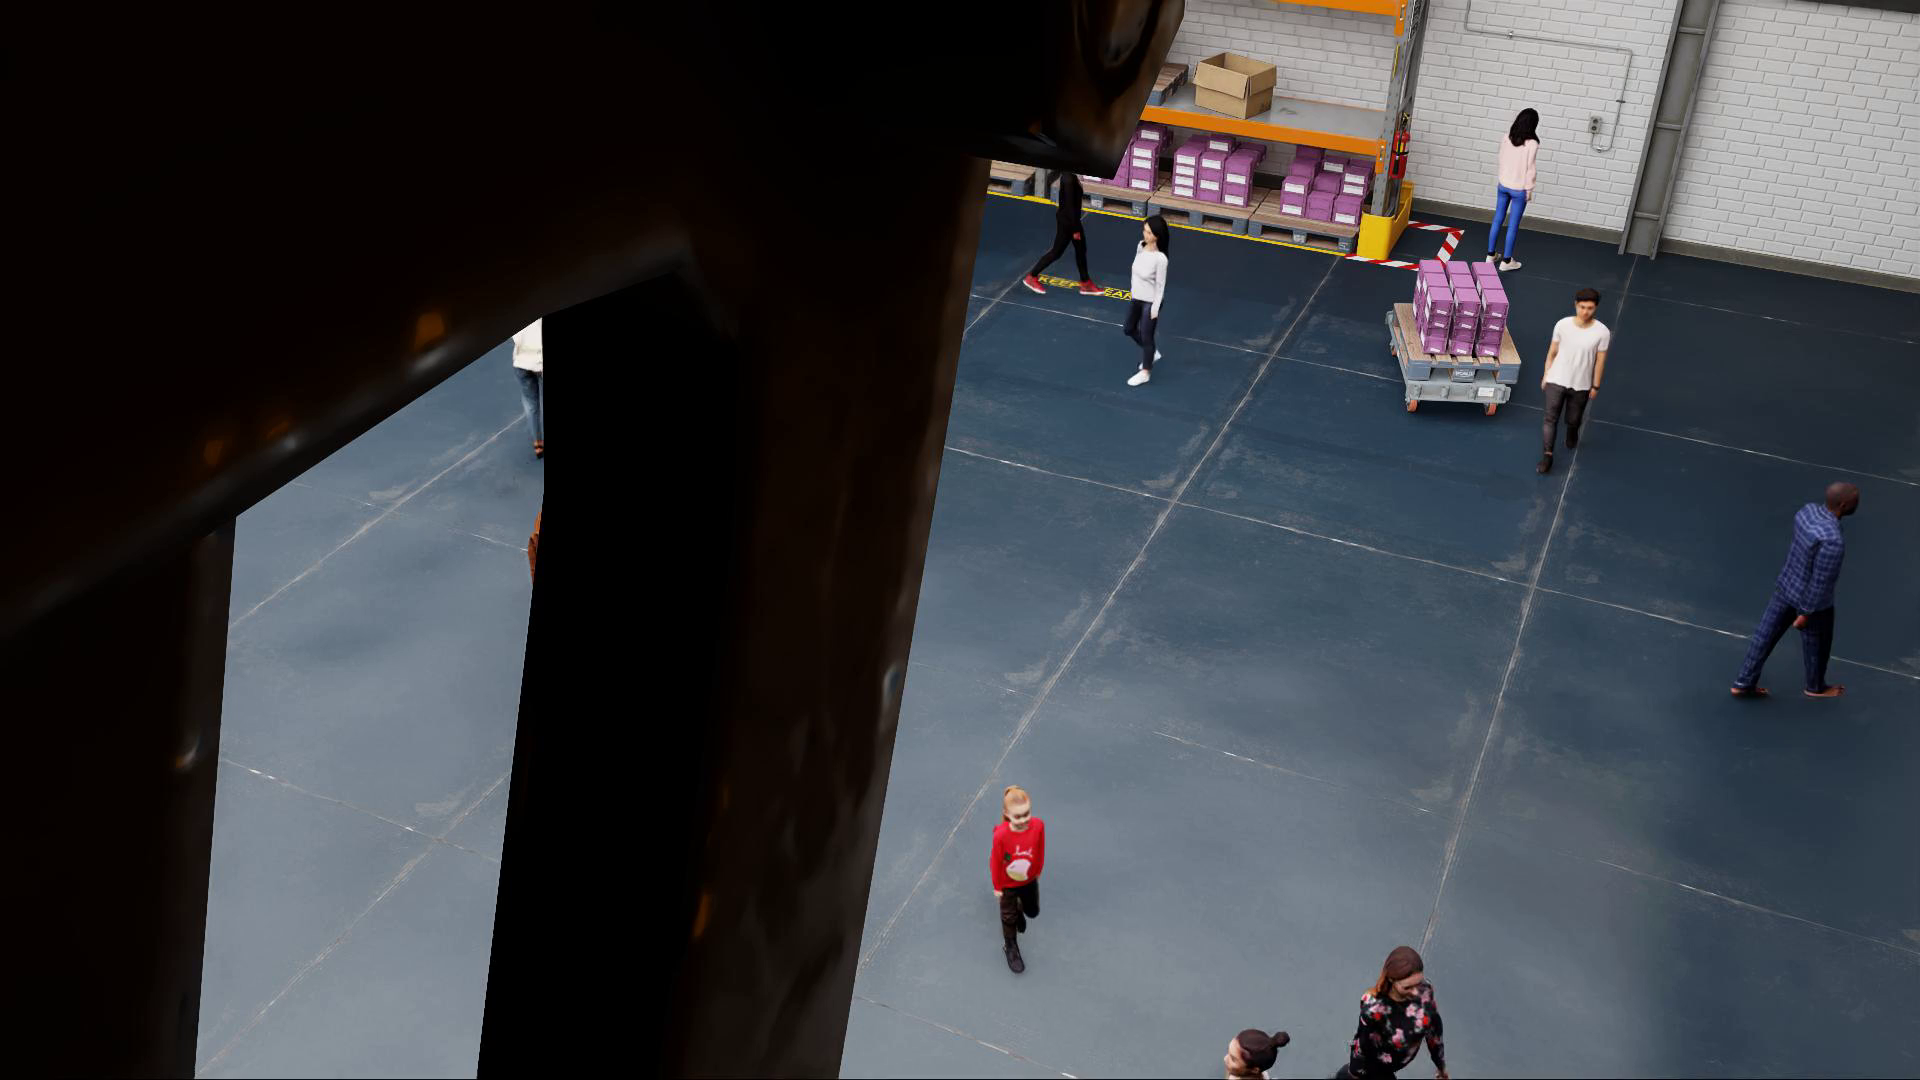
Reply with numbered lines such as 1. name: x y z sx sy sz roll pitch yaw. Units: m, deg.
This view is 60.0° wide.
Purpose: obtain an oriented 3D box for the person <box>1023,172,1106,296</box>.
1. person: 1.035 -3.272 17.209 1.162 1.638 0.804 5 34 8

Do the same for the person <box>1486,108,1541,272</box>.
1. person: 5.933 -3.769 17.838 0.788 1.769 0.673 -20 38 -27

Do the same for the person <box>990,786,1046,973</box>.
1. person: 0.308 1.930 9.714 0.696 1.271 0.755 -11 35 -17

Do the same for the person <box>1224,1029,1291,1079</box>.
1. person: 1.443 2.910 7.977 1.145 1.564 0.930 -3 34 -5

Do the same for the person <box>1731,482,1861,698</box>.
1. person: 5.776 0.378 11.579 1.144 1.792 0.971 -2 34 -2

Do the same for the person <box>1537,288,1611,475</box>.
1. person: 5.291 -1.417 14.356 0.833 1.708 0.739 19 38 26

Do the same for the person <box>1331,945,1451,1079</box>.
1. person: 2.093 2.571 8.428 0.950 1.628 1.182 -22 40 -30

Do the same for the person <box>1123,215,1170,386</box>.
1. person: 1.827 -2.275 15.657 0.846 1.695 0.774 -17 37 -24
